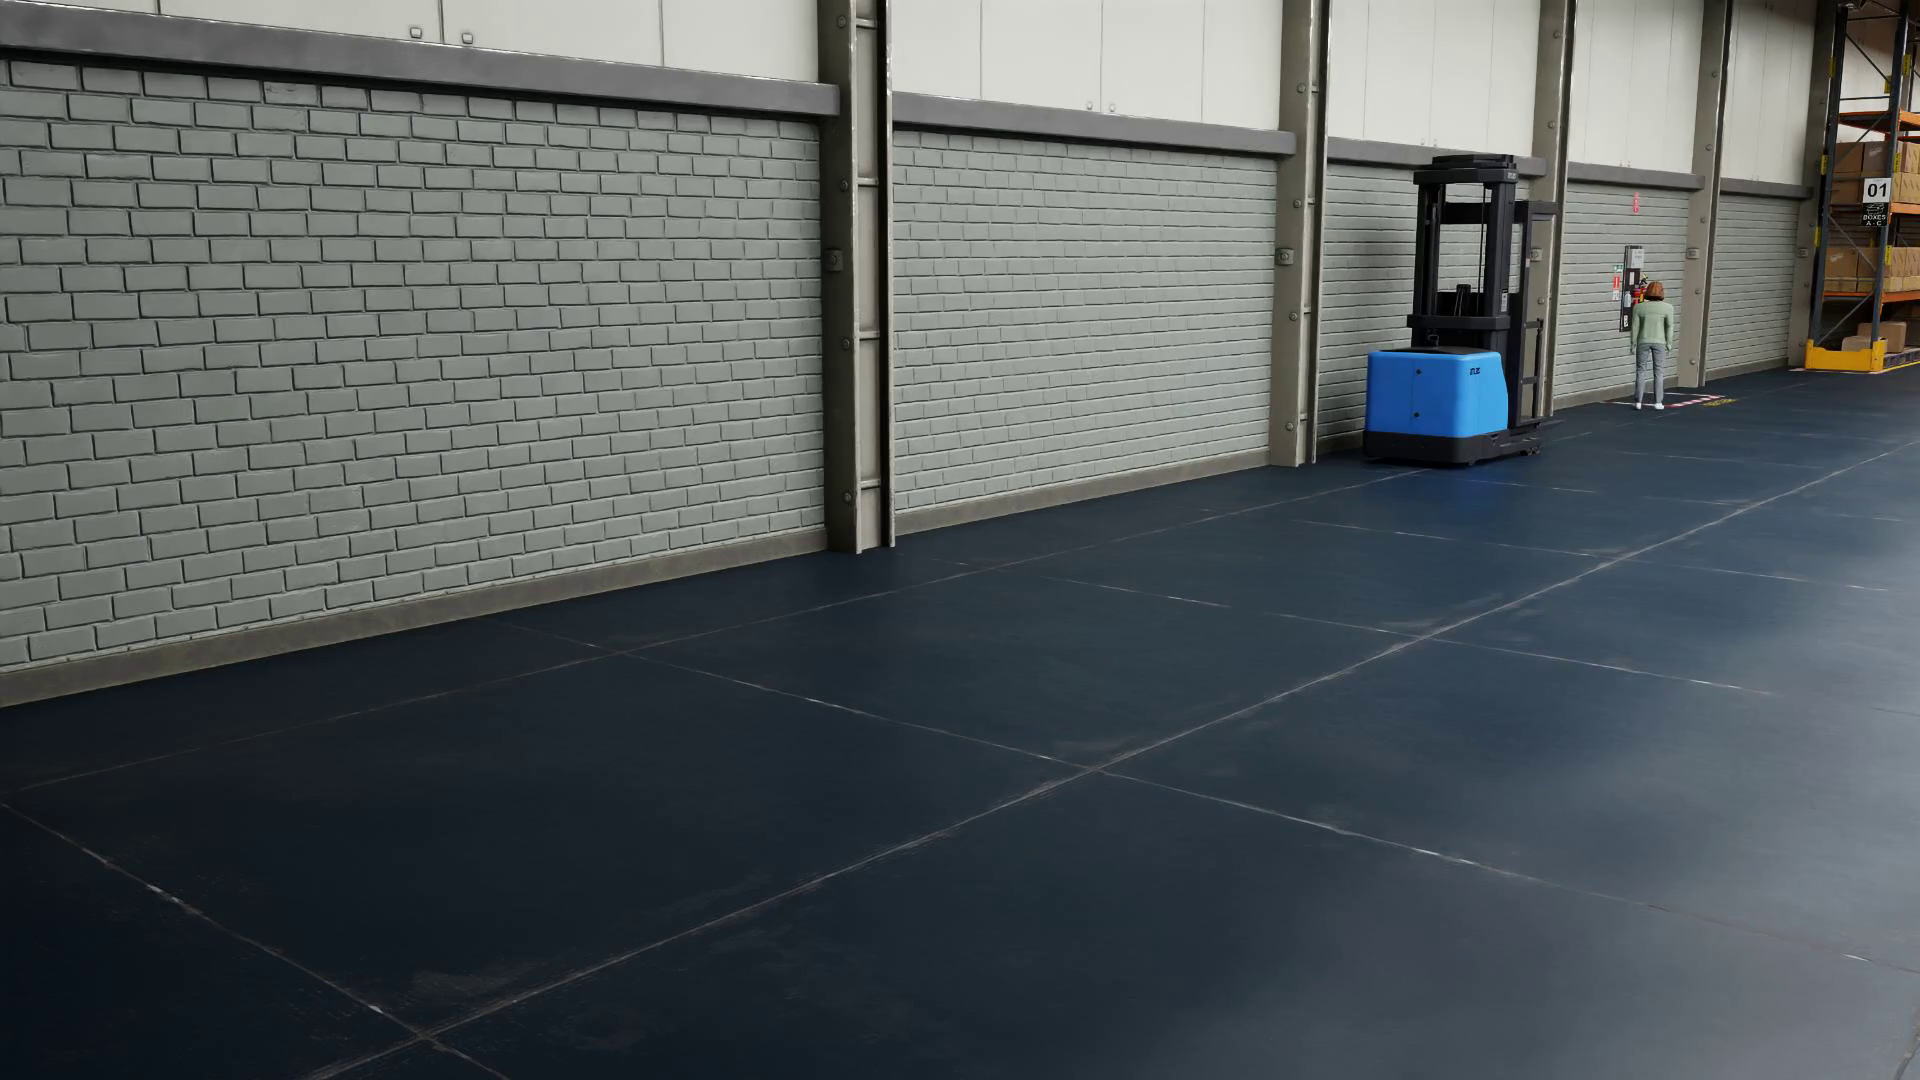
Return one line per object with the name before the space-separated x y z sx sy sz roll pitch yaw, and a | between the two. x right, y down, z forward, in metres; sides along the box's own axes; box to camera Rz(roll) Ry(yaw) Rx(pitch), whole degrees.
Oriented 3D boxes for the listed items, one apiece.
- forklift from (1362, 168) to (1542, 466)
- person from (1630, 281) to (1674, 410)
forklift | 4.875 -2.212 16.287 1.129 2.768 1.873 8 13 40
person | 8.843 -2.489 21.289 0.503 1.632 0.274 4 11 24
